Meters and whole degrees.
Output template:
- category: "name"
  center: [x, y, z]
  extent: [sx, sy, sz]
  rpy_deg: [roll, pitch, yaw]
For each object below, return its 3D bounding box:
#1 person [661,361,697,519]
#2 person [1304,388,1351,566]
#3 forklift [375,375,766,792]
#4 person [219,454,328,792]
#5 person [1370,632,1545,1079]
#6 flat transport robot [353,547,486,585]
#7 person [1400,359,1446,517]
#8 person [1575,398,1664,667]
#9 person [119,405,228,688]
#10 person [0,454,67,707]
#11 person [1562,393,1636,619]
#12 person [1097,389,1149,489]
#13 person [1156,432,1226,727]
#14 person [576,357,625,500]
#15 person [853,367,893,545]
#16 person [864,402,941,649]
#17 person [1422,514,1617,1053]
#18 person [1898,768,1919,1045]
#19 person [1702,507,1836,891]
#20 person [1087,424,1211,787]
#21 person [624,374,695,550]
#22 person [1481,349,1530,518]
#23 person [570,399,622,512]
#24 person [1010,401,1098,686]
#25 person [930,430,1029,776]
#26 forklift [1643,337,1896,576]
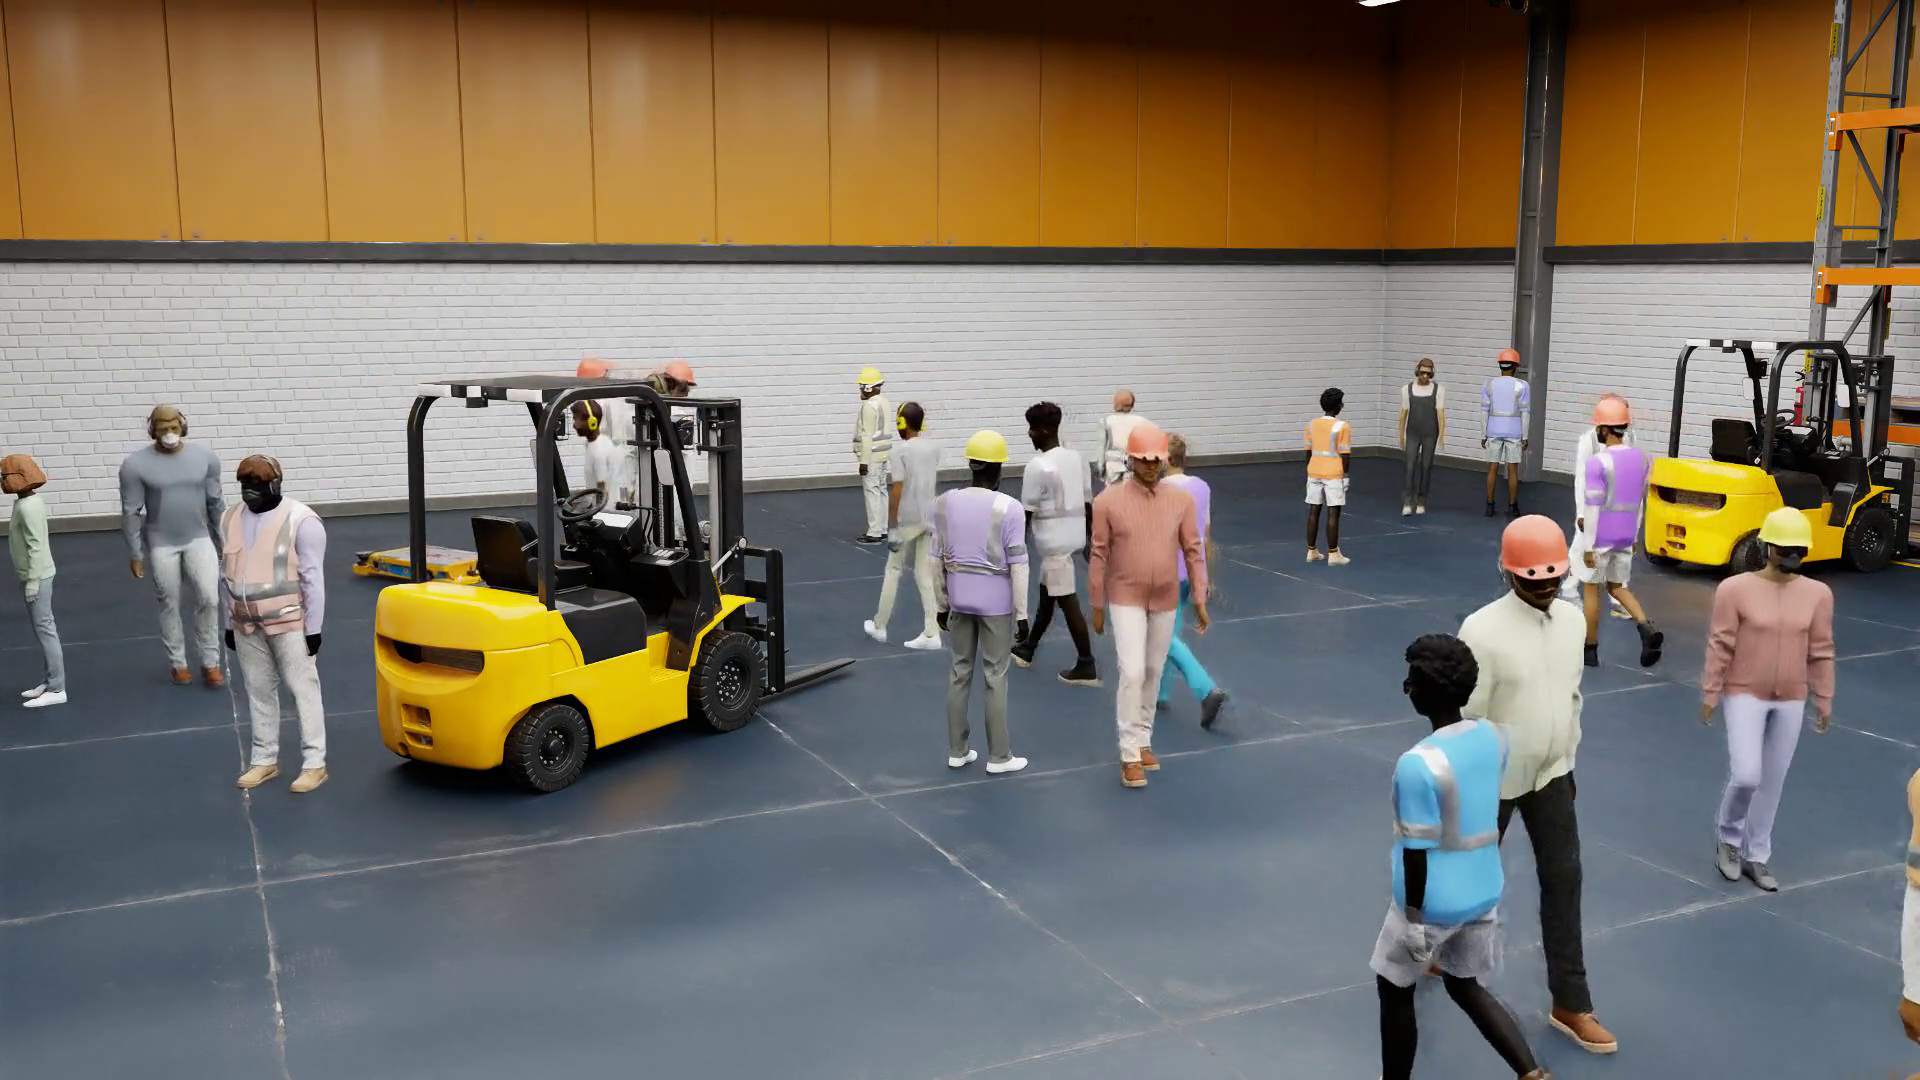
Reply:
- category: "person"
  center: [-2.547, -0.552, 14.563]
  extent: [0.579, 2.019, 0.652]
  rpy_deg: [-7, 11, -35]
- category: "person"
  center: [3.518, -0.608, 15.916]
  extent: [0.321, 1.696, 0.536]
  rpy_deg: [-7, 11, -36]
- category: "forklift"
  center: [-2.268, 0.149, 9.685]
  extent: [1.214, 2.155, 2.313]
  rpy_deg: [6, 11, 32]
- category: "person"
  center: [-3.707, 0.448, 8.964]
  extent: [0.625, 1.835, 0.431]
  rpy_deg: [2, 9, 14]
- category: "person"
  center: [1.573, 1.125, 5.228]
  extent: [0.525, 1.670, 0.676]
  rpy_deg: [-7, 12, -38]
- category: "flat transport robot"
  center: [-4.807, 0.230, 15.135]
  extent: [1.431, 0.197, 0.652]
  rpy_deg: [6, 11, 34]
- category: "person"
  center: [5.263, -1.152, 18.983]
  extent: [0.497, 1.805, 0.819]
  rpy_deg: [2, 9, 15]
- category: "person"
  center: [4.587, -0.024, 11.612]
  extent: [0.564, 1.922, 0.685]
  rpy_deg: [-4, 10, -23]
- category: "person"
  center: [-5.200, 0.060, 11.084]
  extent: [0.666, 1.912, 0.748]
  rpy_deg: [-6, 11, -35]
- category: "person"
  center: [-5.990, 0.258, 10.743]
  extent: [0.268, 1.632, 0.506]
  rpy_deg: [-5, 10, -28]
- category: "person"
  center: [5.210, -0.274, 13.451]
  extent: [0.608, 1.825, 0.855]
  rpy_deg: [-3, 10, -19]
- category: "person"
  center: [1.657, -0.707, 16.752]
  extent: [0.524, 1.626, 0.374]
  rpy_deg: [3, 10, 16]
- category: "person"
  center: [1.368, 0.235, 10.346]
  extent: [0.571, 1.816, 0.830]
  rpy_deg: [-7, 12, -39]
- category: "person"
  center: [-3.216, -0.655, 15.208]
  extent: [0.583, 2.028, 0.632]
  rpy_deg: [1, 9, 5]
- category: "person"
  center: [-0.902, -0.863, 17.126]
  extent: [0.403, 1.826, 0.596]
  rpy_deg: [3, 9, 15]
- category: "person"
  center: [-0.422, -0.111, 12.448]
  extent: [0.839, 1.823, 0.594]
  rpy_deg: [9, 13, 44]
- category: "person"
  center: [2.030, 0.834, 6.238]
  extent: [0.656, 1.943, 0.991]
  rpy_deg: [-5, 10, -27]
- category: "person"
  center: [2.765, 1.122, 4.541]
  extent: [0.551, 1.910, 0.845]
  rpy_deg: [-3, 10, -20]
- category: "person"
  center: [3.647, 0.719, 7.490]
  extent: [0.552, 1.750, 0.365]
  rpy_deg: [0, 9, 0]
- category: "person"
  center: [1.063, 0.353, 9.111]
  extent: [0.629, 1.965, 0.797]
  rpy_deg: [-3, 10, -16]
- category: "person"
  center: [-2.561, -0.447, 14.176]
  extent: [0.631, 1.936, 0.362]
  rpy_deg: [3, 10, 15]
- category: "person"
  center: [6.208, -1.210, 18.939]
  extent: [0.543, 1.928, 0.371]
  rpy_deg: [5, 11, 31]
- category: "person"
  center: [-2.767, -0.163, 12.690]
  extent: [0.380, 1.846, 0.552]
  rpy_deg: [-2, 9, -13]
- category: "person"
  center: [0.565, 0.015, 11.371]
  extent: [0.965, 1.910, 0.616]
  rpy_deg: [6, 11, 34]
- category: "person"
  center: [0.128, 0.347, 9.282]
  extent: [0.596, 1.925, 0.372]
  rpy_deg: [5, 11, 31]
- category: "forklift"
  center: [7.551, -0.789, 15.507]
  extent: [2.313, 2.155, 1.214]
  rpy_deg: [-4, 10, -25]
